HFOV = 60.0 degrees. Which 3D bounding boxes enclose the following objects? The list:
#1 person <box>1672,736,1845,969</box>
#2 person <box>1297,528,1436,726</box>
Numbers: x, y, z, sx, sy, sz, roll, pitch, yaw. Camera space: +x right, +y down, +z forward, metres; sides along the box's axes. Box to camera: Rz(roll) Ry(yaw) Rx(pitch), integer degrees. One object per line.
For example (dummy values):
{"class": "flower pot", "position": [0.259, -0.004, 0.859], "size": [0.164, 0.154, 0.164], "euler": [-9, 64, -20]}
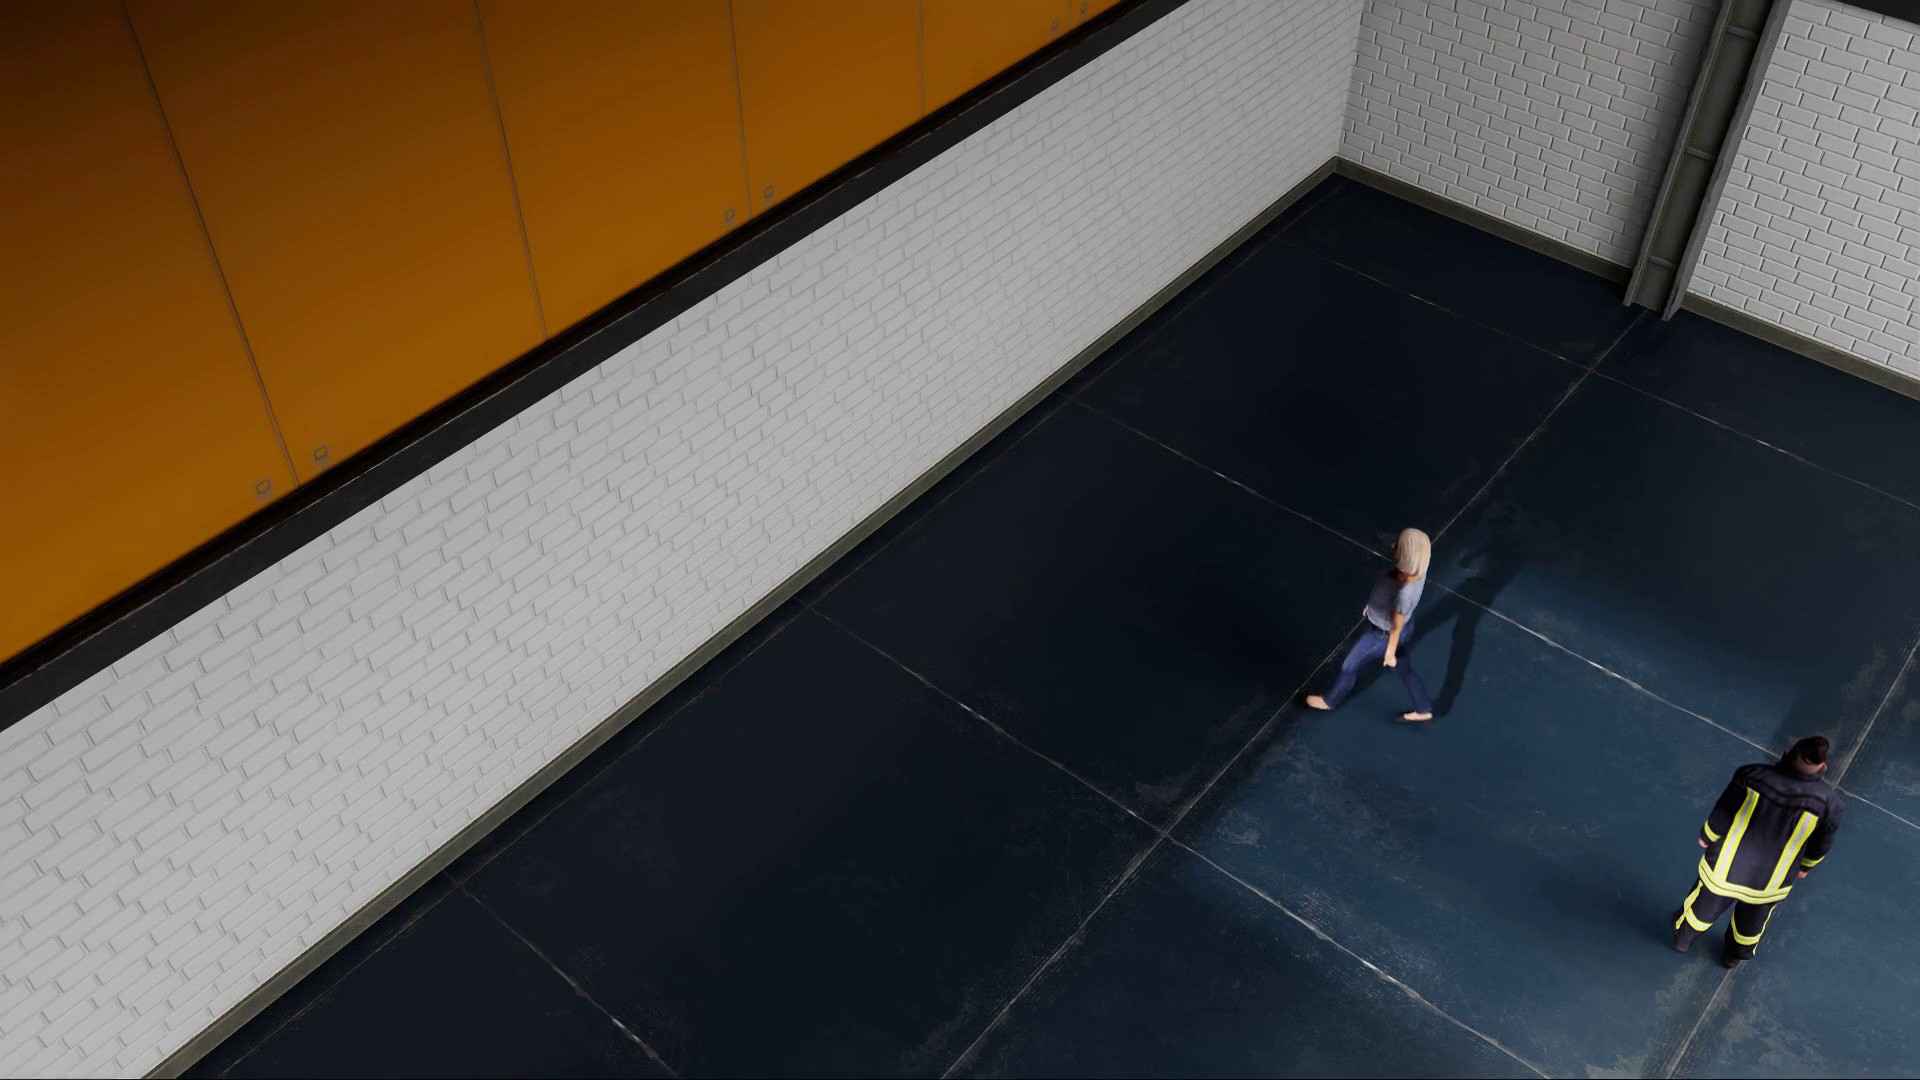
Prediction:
{"class": "person", "position": [4.284, 1.648, 8.938], "size": [0.718, 1.861, 0.885], "euler": [19, 47, 19]}
{"class": "person", "position": [2.718, 0.565, 10.201], "size": [1.125, 1.685, 0.736], "euler": [20, 47, 19]}
